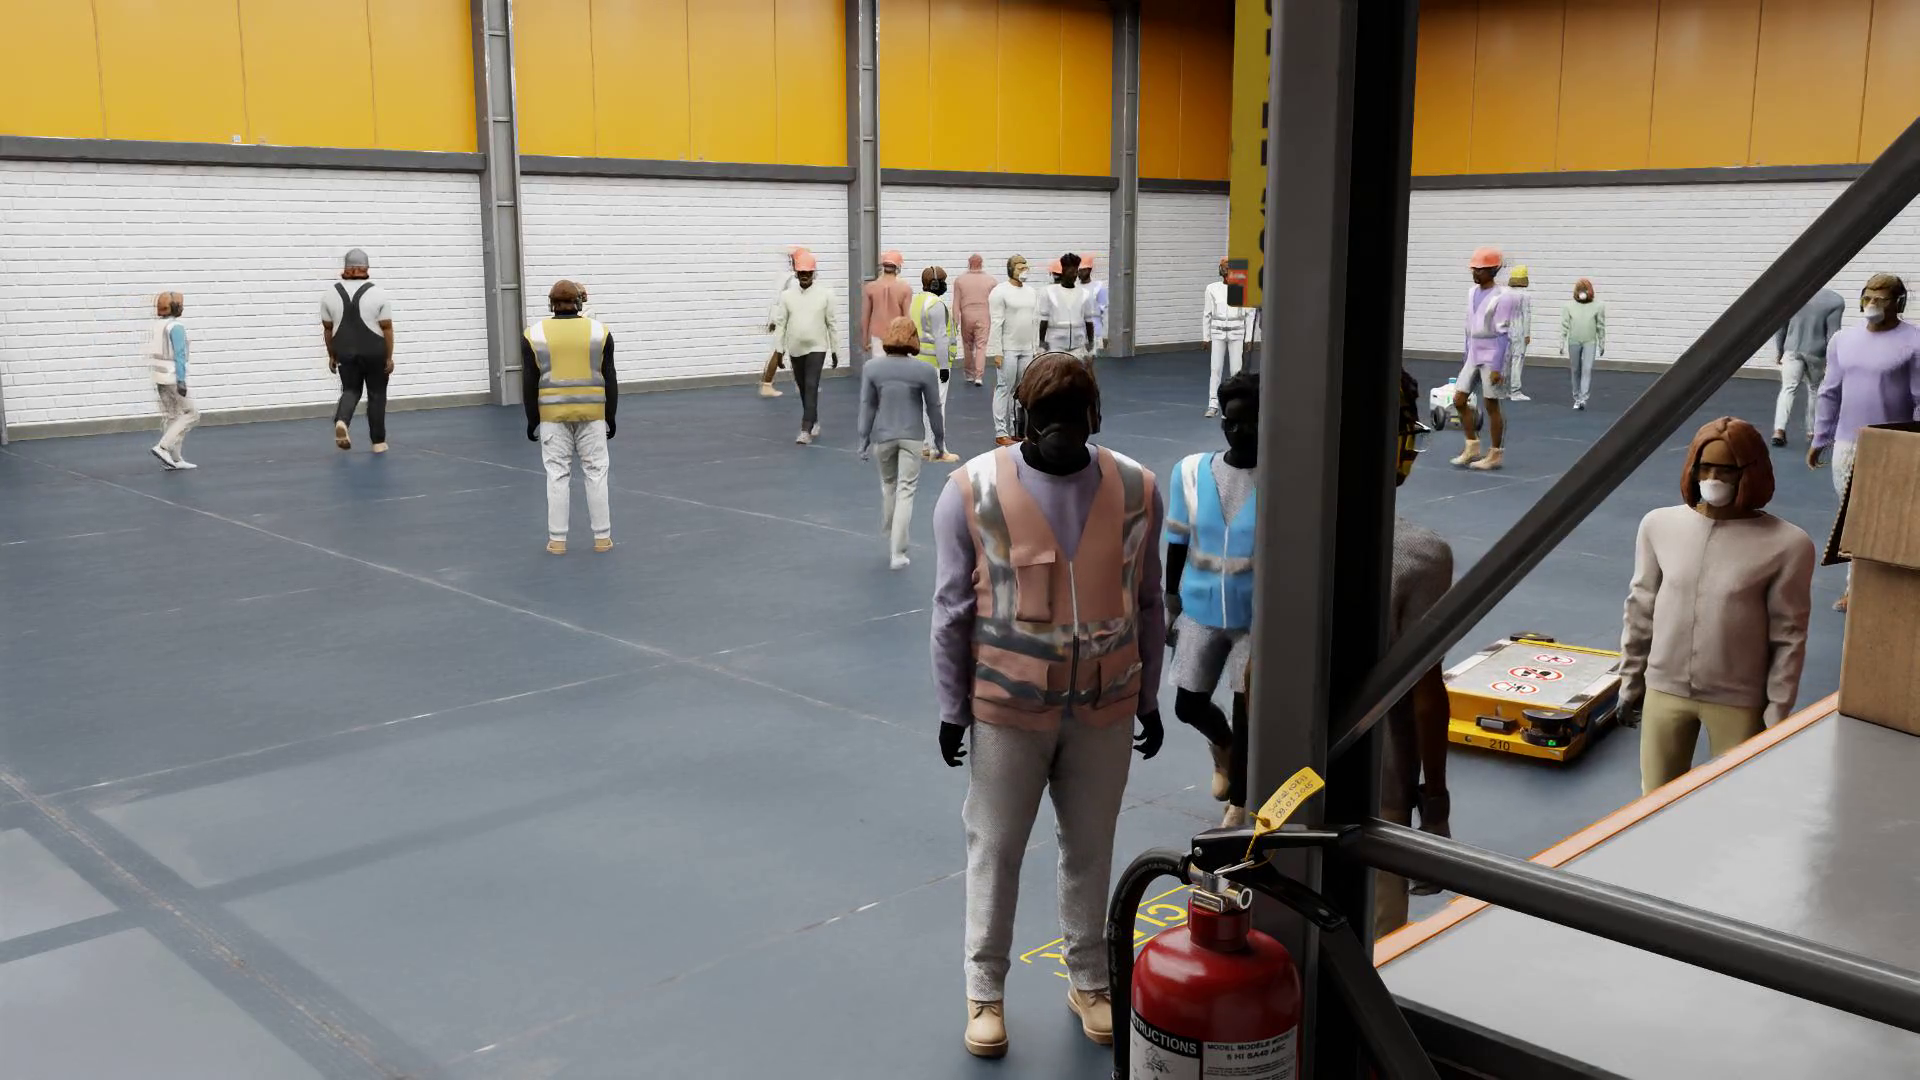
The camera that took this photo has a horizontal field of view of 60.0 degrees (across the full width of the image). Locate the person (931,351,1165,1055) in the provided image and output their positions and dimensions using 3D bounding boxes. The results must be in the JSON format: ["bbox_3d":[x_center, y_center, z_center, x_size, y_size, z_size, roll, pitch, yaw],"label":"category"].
[{"bbox_3d":[0.241,0.430,4.342,0.633,1.841,0.429,-2,11,-11],"label":"person"}]

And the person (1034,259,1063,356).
[{"bbox_3d":[0.980,-2.237,18.811,1.002,1.886,0.562,-7,12,-33],"label":"person"}]

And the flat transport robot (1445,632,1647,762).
[{"bbox_3d":[2.556,0.664,7.352,0.652,0.197,1.431,7,13,35],"label":"flat transport robot"}]

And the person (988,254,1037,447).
[{"bbox_3d":[0.559,-1.907,16.821,0.371,1.941,0.627,10,14,43],"label":"person"}]

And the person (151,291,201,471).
[{"bbox_3d":[-7.110,-1.425,15.026,0.547,1.624,0.384,10,14,43],"label":"person"}]

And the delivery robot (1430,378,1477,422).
[{"bbox_3d":[5.447,-1.547,18.378,0.477,0.478,0.707,0,10,0],"label":"delivery robot"}]

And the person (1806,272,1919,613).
[{"bbox_3d":[5.099,-0.528,9.326,0.455,1.925,0.626,-5,12,-27],"label":"person"}]

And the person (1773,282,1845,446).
[{"bbox_3d":[8.599,-1.897,16.923,0.643,1.897,1.018,8,13,38],"label":"person"}]

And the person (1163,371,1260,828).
[{"bbox_3d":[0.977,0.246,5.766,0.538,1.684,0.555,5,12,27],"label":"person"}]

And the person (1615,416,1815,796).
[{"bbox_3d":[2.125,0.461,4.746,0.498,1.632,0.289,9,14,42],"label":"person"}]

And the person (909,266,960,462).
[{"bbox_3d":[-0.242,-1.658,15.730,0.429,1.844,0.624,-5,11,-24],"label":"person"}]

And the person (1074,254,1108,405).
[{"bbox_3d":[1.473,-2.545,20.409,0.564,1.892,0.943,7,12,34],"label":"person"}]

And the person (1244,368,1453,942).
[{"bbox_3d":[0.847,0.547,3.626,0.336,1.873,0.521,-9,14,-40],"label":"person"}]

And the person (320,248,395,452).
[{"bbox_3d":[-5.849,-1.853,16.248,0.682,2.000,0.667,0,10,0],"label":"person"}]

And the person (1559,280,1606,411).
[{"bbox_3d":[7.547,-2.355,20.220,0.515,1.579,0.855,6,12,28],"label":"person"}]

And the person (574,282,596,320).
[{"bbox_3d":[-4.050,-1.908,17.652,0.511,1.638,0.307,6,12,32],"label":"person"}]

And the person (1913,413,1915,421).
[{"bbox_3d":[6.050,-0.671,10.367,0.588,1.835,0.403,8,13,38],"label":"person"}]

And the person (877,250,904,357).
[{"bbox_3d":[-0.905,-2.908,22.278,0.373,1.939,0.545,-9,14,-40],"label":"person"}]

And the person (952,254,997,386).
[{"bbox_3d":[0.228,-3.145,23.799,0.664,1.852,1.022,0,10,1],"label":"person"}]

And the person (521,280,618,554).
[{"bbox_3d":[-2.610,-0.819,11.174,0.622,1.838,0.429,-3,11,-16],"label":"person"}]

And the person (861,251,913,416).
[{"bbox_3d":[-0.870,-2.435,19.666,0.619,1.960,0.928,1,10,7],"label":"person"}]

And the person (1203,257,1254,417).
[{"bbox_3d":[3.132,-2.365,19.468,0.585,1.882,0.337,3,11,16],"label":"person"}]

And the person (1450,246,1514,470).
[{"bbox_3d":[4.715,-1.628,15.038,0.597,2.030,0.665,-4,11,-18],"label":"person"}]

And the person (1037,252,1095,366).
[{"bbox_3d":[1.146,-2.087,17.767,0.630,1.946,0.423,-3,11,-14],"label":"person"}]

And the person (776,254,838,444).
[{"bbox_3d":[-1.598,-2.004,17.336,0.634,1.947,1.039,2,11,10],"label":"person"}]

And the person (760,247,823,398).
[{"bbox_3d":[-2.211,-2.853,21.910,0.968,1.963,0.648,-3,11,-14],"label":"person"}]

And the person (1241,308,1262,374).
[{"bbox_3d":[3.850,-2.976,22.844,0.592,1.862,0.988,5,12,27],"label":"person"}]

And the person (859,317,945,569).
[{"bbox_3d":[-0.358,-0.649,10.863,0.532,1.596,0.787,2,11,11],"label":"person"}]

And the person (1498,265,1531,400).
[{"bbox_3d":[7.228,-2.687,21.604,0.300,1.743,0.493,-5,12,-26],"label":"person"}]
